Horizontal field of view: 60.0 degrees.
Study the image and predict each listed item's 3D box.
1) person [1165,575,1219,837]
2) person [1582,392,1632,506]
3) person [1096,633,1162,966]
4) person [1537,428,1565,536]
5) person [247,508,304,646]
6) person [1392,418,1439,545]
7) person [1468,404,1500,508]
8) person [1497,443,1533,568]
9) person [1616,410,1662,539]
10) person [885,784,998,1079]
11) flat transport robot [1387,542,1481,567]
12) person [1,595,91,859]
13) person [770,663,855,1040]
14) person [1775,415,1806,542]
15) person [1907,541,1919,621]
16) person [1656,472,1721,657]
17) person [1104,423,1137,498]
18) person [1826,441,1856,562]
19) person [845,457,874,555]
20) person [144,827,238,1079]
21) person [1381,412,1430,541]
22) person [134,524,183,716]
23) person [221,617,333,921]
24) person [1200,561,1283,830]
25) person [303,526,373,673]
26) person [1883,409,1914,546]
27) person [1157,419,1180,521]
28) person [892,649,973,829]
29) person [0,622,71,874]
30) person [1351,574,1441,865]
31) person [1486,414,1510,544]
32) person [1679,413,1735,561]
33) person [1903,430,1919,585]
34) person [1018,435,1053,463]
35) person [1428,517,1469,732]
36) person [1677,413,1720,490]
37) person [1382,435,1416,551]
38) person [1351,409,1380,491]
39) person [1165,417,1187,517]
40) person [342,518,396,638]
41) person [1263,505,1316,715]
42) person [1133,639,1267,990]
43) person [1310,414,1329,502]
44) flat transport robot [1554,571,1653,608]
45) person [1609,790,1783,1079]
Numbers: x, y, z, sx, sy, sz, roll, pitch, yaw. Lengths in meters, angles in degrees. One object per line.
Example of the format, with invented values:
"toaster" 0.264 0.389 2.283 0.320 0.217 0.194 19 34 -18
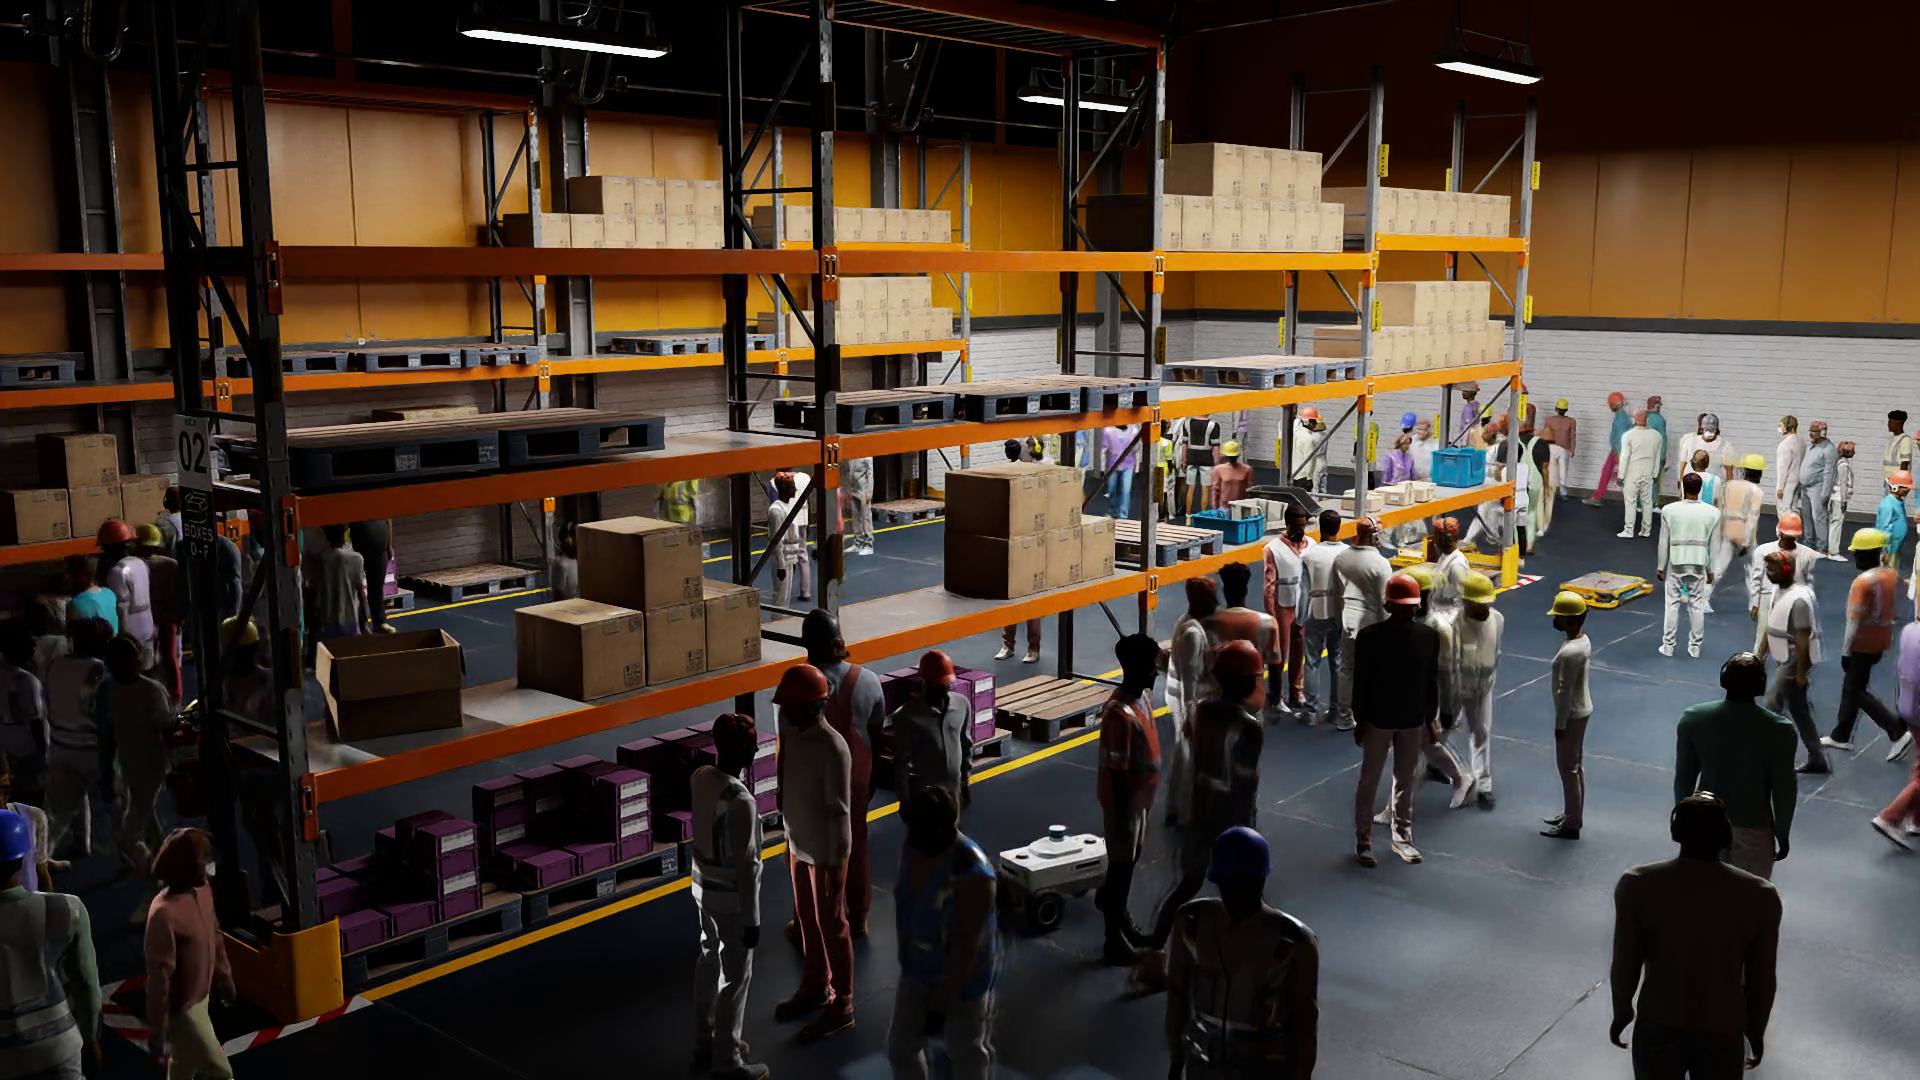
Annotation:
"person" 1.647 1.172 11.806 0.369 1.879 0.595 1 10 6
"person" 10.959 -1.495 27.538 1.041 1.938 0.637 2 10 13
"person" 0.982 1.491 9.651 0.372 1.961 0.606 3 10 16
"person" 8.742 -0.884 24.889 0.526 1.590 0.837 2 10 10
"person" -7.153 0.204 17.431 0.392 1.920 0.587 8 12 38
"person" 6.588 -0.820 23.739 0.934 1.847 0.653 -7 12 -38
"person" 8.171 -1.174 25.732 0.631 1.894 0.738 6 11 32
"person" 7.336 -0.453 22.021 0.529 1.694 0.321 -6 11 -31
"person" 9.960 -0.966 24.467 0.650 1.902 0.402 -2 10 -12
"person" -0.104 1.946 7.344 0.601 1.813 0.643 -7 12 -38
"flat transport robot" 6.413 0.183 22.466 0.652 0.197 1.431 9 13 42
"person" -6.153 1.278 11.235 0.337 1.845 0.514 9 13 43
"person" -0.785 1.620 8.790 0.408 1.986 0.618 -6 11 -32
"person" 11.600 -0.783 23.298 0.630 1.932 0.364 -9 13 -42
"person" 9.020 0.584 15.415 0.559 1.836 0.394 -6 11 -30
"person" 7.495 0.262 17.136 0.584 1.911 0.391 1 10 8
"person" 2.756 -1.677 28.654 0.585 1.921 0.383 6 11 31
"person" 12.005 -0.535 22.677 0.310 1.638 0.522 3 10 19
"person" -1.407 -0.661 23.118 0.321 1.742 0.492 -8 12 -40
"person" -3.310 2.045 7.327 0.651 1.604 0.536 -1 10 -5
"person" 6.534 -0.941 24.347 0.682 1.904 0.686 1 10 5
"person" -7.221 0.715 14.861 0.537 1.758 0.363 -2 10 -15
"person" -4.284 1.384 10.421 0.601 1.907 0.686 8 12 40
"person" 1.962 1.127 11.808 0.655 1.956 0.399 0 10 0
"person" -6.111 0.350 16.545 0.990 1.911 0.632 -7 12 -36
"person" 13.431 -0.894 23.884 0.377 1.962 0.606 1 10 9
"person" 3.201 -1.117 26.149 0.522 1.638 0.310 0 10 1
"person" -0.147 1.508 10.184 0.566 1.740 0.371 -6 11 -33
"person" -6.209 1.383 11.050 0.542 1.697 0.316 7 12 36
"person" 2.945 1.204 11.232 0.612 1.995 0.392 -1 10 -8
"person" 7.792 -0.876 23.981 0.337 1.882 0.583 2 10 13
"person" 10.111 -0.720 22.585 0.679 2.000 0.535 6 11 31
"person" 12.134 -0.434 20.920 0.427 2.033 0.607 9 13 42
"person" 1.056 -0.809 23.112 0.535 2.000 0.684 2 10 11
"person" 4.218 0.728 14.403 0.359 1.886 0.573 1 10 6
"person" 10.772 -0.922 24.262 0.605 1.893 0.788 3 10 17
"person" 6.219 -0.676 23.542 0.545 1.625 0.397 -6 11 -31
"person" 6.755 -1.416 27.767 0.535 1.696 0.318 -6 11 -31
"person" 3.455 -1.335 26.601 0.387 1.929 0.544 -4 10 -24
"person" -6.409 0.057 17.944 0.536 2.000 0.704 8 12 40
"person" 2.967 0.616 15.018 0.599 1.909 0.397 -6 11 -33
"person" 1.431 1.540 9.283 1.068 1.991 0.623 -6 11 -31
"person" 5.503 -1.097 25.757 0.320 1.737 0.483 9 13 43
"flat transport robot" 7.766 0.589 20.042 0.652 0.197 1.431 8 13 41
"person" 2.982 1.974 6.815 0.629 1.937 0.378 3 10 19
